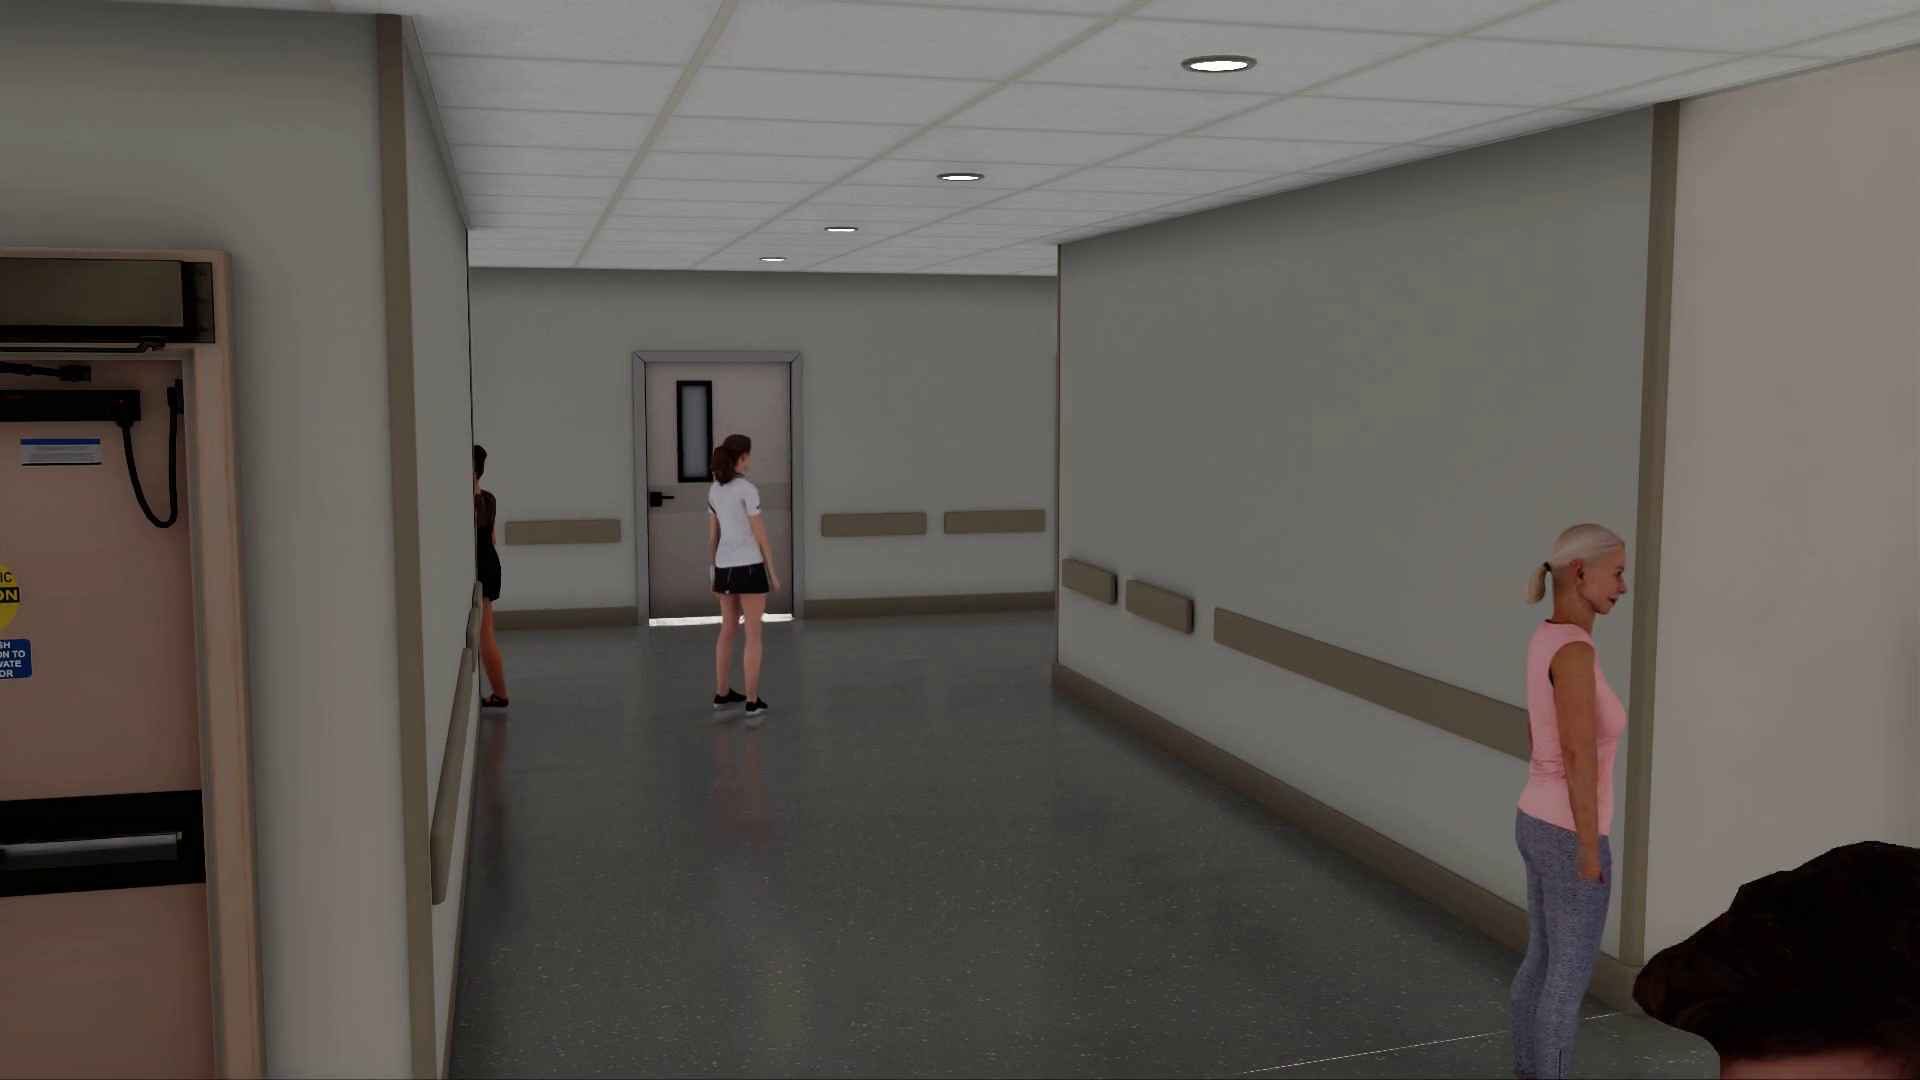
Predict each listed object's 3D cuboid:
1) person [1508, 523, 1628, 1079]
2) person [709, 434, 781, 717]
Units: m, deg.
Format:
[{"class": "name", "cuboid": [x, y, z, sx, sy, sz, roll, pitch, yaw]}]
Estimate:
[{"class": "person", "cuboid": [1.671, 0.810, 4.616, 0.626, 1.720, 0.629, 1, 6, 5]}, {"class": "person", "cuboid": [-1.366, 0.225, 10.311, 0.724, 1.744, 0.780, 4, 7, 34]}]
